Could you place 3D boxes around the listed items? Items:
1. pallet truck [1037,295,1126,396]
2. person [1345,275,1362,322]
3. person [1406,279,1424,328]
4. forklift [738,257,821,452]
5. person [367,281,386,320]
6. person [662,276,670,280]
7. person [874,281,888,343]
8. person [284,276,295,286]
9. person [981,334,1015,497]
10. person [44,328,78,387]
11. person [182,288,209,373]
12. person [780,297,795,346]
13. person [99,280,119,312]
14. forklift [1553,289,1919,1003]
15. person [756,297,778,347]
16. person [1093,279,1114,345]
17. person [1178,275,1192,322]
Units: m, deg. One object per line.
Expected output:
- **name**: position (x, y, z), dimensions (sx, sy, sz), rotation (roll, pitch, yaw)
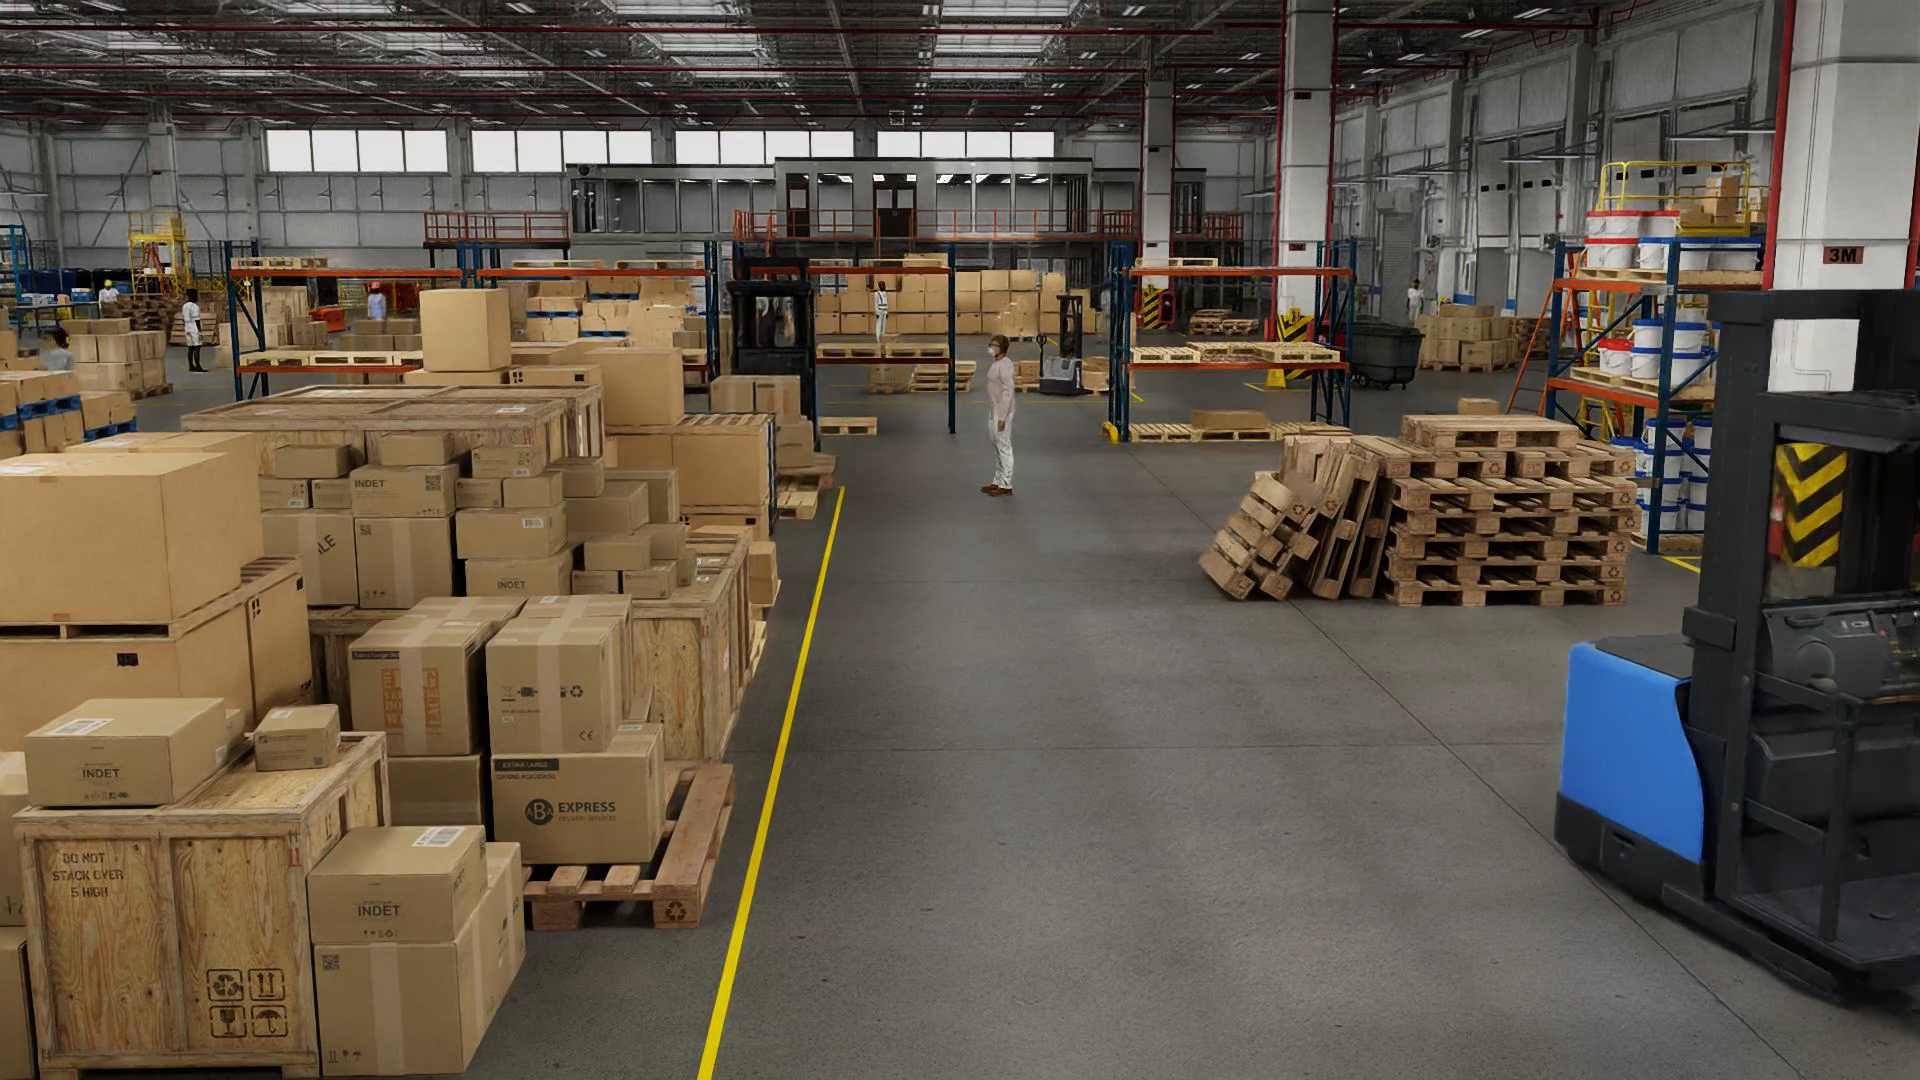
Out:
- **pallet truck**: position (2.483, -3.881, 33.060), dimensions (1.885, 1.965, 0.823), rotation (-7, 13, -36)
- **person**: position (14.294, -8.717, 60.465), dimensions (0.634, 1.826, 0.443), rotation (1, 10, 8)
- **person**: position (14.527, -7.417, 53.152), dimensions (0.559, 1.856, 0.389), rotation (5, 11, 24)
- **forklift**: position (-2.483, -2.422, 22.473), dimensions (1.129, 2.768, 1.873), rotation (0, 10, -2)
- **person**: position (-16.645, -6.450, 47.621), dimensions (0.554, 1.914, 0.797), rotation (4, 11, 21)
- **person**: position (-9.826, -7.894, 55.625), dimensions (0.576, 1.910, 0.648), rotation (5, 11, 24)
- **person**: position (-2.306, -6.685, 48.994), dimensions (0.349, 1.884, 0.584), rotation (5, 11, 27)
- **person**: position (-28.002, -10.293, 69.491), dimensions (0.484, 1.744, 0.295), rotation (-10, 14, -44)
- **person**: position (0.472, -1.491, 19.911), dimensions (0.372, 1.940, 0.630), rotation (-2, 10, -11)
- **person**: position (-12.632, -2.048, 23.305), dimensions (0.580, 1.839, 0.633), rotation (2, 10, 12)
- **person**: position (-17.698, -4.830, 38.431), dimensions (0.617, 1.964, 0.361), rotation (8, 13, 37)
- **person**: position (-4.967, -6.600, 48.625), dimensions (0.603, 1.843, 0.913), rotation (-8, 13, -38)
- **person**: position (-27.934, -7.660, 54.666), dimensions (0.594, 1.804, 0.822), rotation (-3, 11, -16)
- **forklift**: position (3.694, 0.291, 7.360), dimensions (1.129, 2.768, 1.873), rotation (-3, 11, -16)
- **person**: position (-4.832, -5.325, 40.983), dimensions (0.536, 2.000, 0.672), rotation (7, 12, 35)
- **person**: position (4.229, -6.676, 48.849), dimensions (0.728, 1.924, 0.610), rotation (-7, 12, -33)
- **person**: position (8.542, -9.200, 63.257), dimensions (0.529, 1.792, 0.971), rotation (6, 12, 30)
